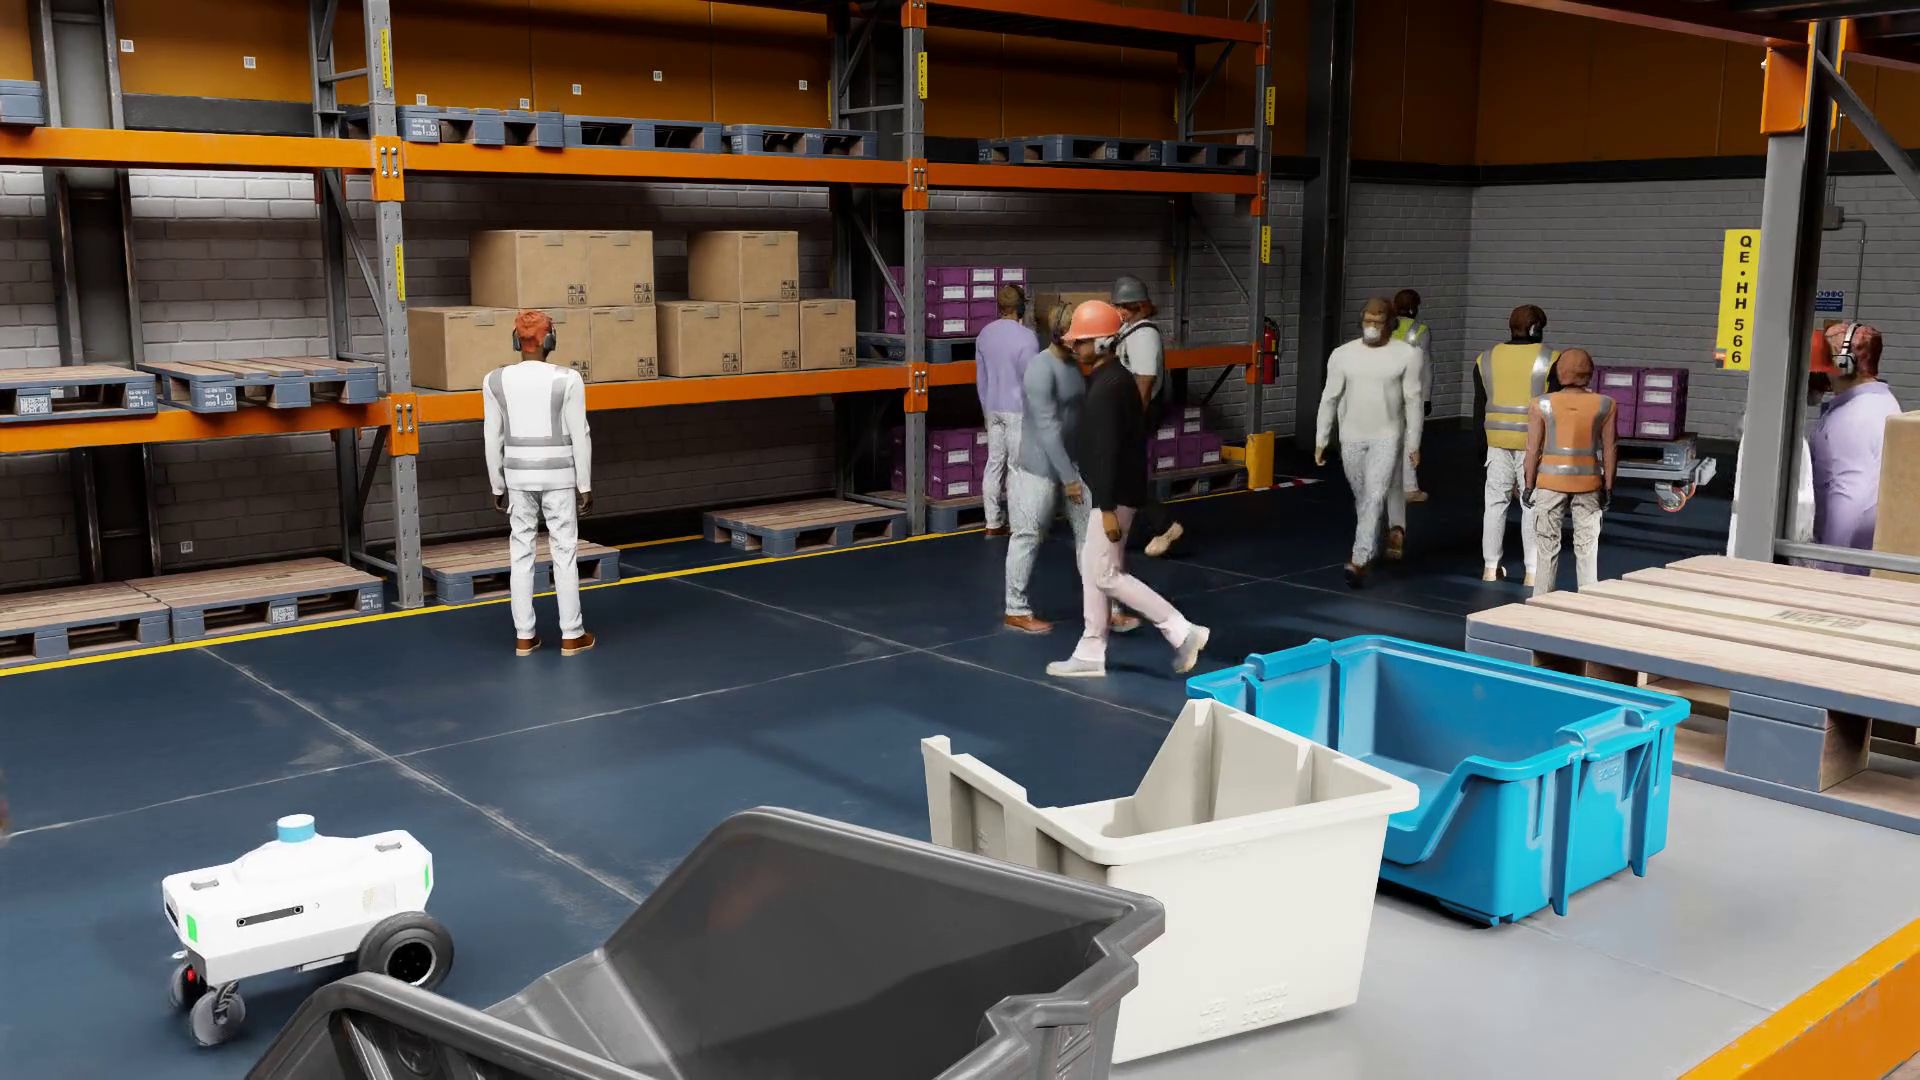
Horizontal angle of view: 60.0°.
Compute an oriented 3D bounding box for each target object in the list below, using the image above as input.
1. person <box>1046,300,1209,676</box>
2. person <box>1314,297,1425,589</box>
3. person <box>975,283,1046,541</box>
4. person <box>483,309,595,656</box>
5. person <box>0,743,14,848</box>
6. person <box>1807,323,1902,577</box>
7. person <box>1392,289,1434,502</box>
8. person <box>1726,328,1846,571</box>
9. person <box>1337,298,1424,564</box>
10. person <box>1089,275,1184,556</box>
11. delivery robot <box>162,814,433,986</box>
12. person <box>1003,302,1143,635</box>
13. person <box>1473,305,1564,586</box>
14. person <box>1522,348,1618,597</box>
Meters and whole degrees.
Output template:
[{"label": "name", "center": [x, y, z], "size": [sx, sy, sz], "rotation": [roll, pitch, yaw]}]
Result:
[{"label": "person", "center": [0.855, -0.228, 8.407], "size": [0.767, 1.966, 0.626], "rotation": [2, 10, 11]}, {"label": "person", "center": [2.655, -0.638, 10.915], "size": [0.666, 1.871, 1.048], "rotation": [6, 12, 31]}, {"label": "person", "center": [0.382, -0.941, 12.445], "size": [0.368, 1.940, 0.632], "rotation": [-9, 14, -41]}, {"label": "person", "center": [-2.268, -0.302, 9.015], "size": [0.572, 1.887, 0.356], "rotation": [1, 10, 3]}, {"label": "person", "center": [-2.642, 0.635, 4.125], "size": [0.532, 1.765, 0.338], "rotation": [0, 10, -3]}, {"label": "person", "center": [3.708, 0.040, 7.045], "size": [0.402, 1.906, 0.652], "rotation": [8, 13, 37]}, {"label": "person", "center": [3.857, -1.256, 14.488], "size": [0.429, 1.840, 0.636], "rotation": [-8, 13, -37]}, {"label": "person", "center": [3.433, 0.083, 6.850], "size": [0.856, 1.896, 0.552], "rotation": [5, 11, 27]}, {"label": "person", "center": [2.884, -0.719, 11.402], "size": [0.574, 1.867, 0.582], "rotation": [1, 10, 4]}, {"label": "person", "center": [1.218, -0.868, 11.751], "size": [0.665, 2.000, 0.688], "rotation": [1, 10, 5]}, {"label": "delivery robot", "center": [-1.940, 1.053, 4.893], "size": [0.707, 0.478, 0.477], "rotation": [-7, 12, -35]}, {"label": "person", "center": [0.629, -0.367, 9.326], "size": [0.929, 1.896, 0.636], "rotation": [6, 12, 29]}, {"label": "person", "center": [3.689, -0.619, 10.935], "size": [0.619, 1.838, 0.430], "rotation": [9, 13, 41]}, {"label": "person", "center": [3.522, -0.287, 9.629], "size": [0.522, 1.636, 0.310], "rotation": [2, 10, 11]}]
